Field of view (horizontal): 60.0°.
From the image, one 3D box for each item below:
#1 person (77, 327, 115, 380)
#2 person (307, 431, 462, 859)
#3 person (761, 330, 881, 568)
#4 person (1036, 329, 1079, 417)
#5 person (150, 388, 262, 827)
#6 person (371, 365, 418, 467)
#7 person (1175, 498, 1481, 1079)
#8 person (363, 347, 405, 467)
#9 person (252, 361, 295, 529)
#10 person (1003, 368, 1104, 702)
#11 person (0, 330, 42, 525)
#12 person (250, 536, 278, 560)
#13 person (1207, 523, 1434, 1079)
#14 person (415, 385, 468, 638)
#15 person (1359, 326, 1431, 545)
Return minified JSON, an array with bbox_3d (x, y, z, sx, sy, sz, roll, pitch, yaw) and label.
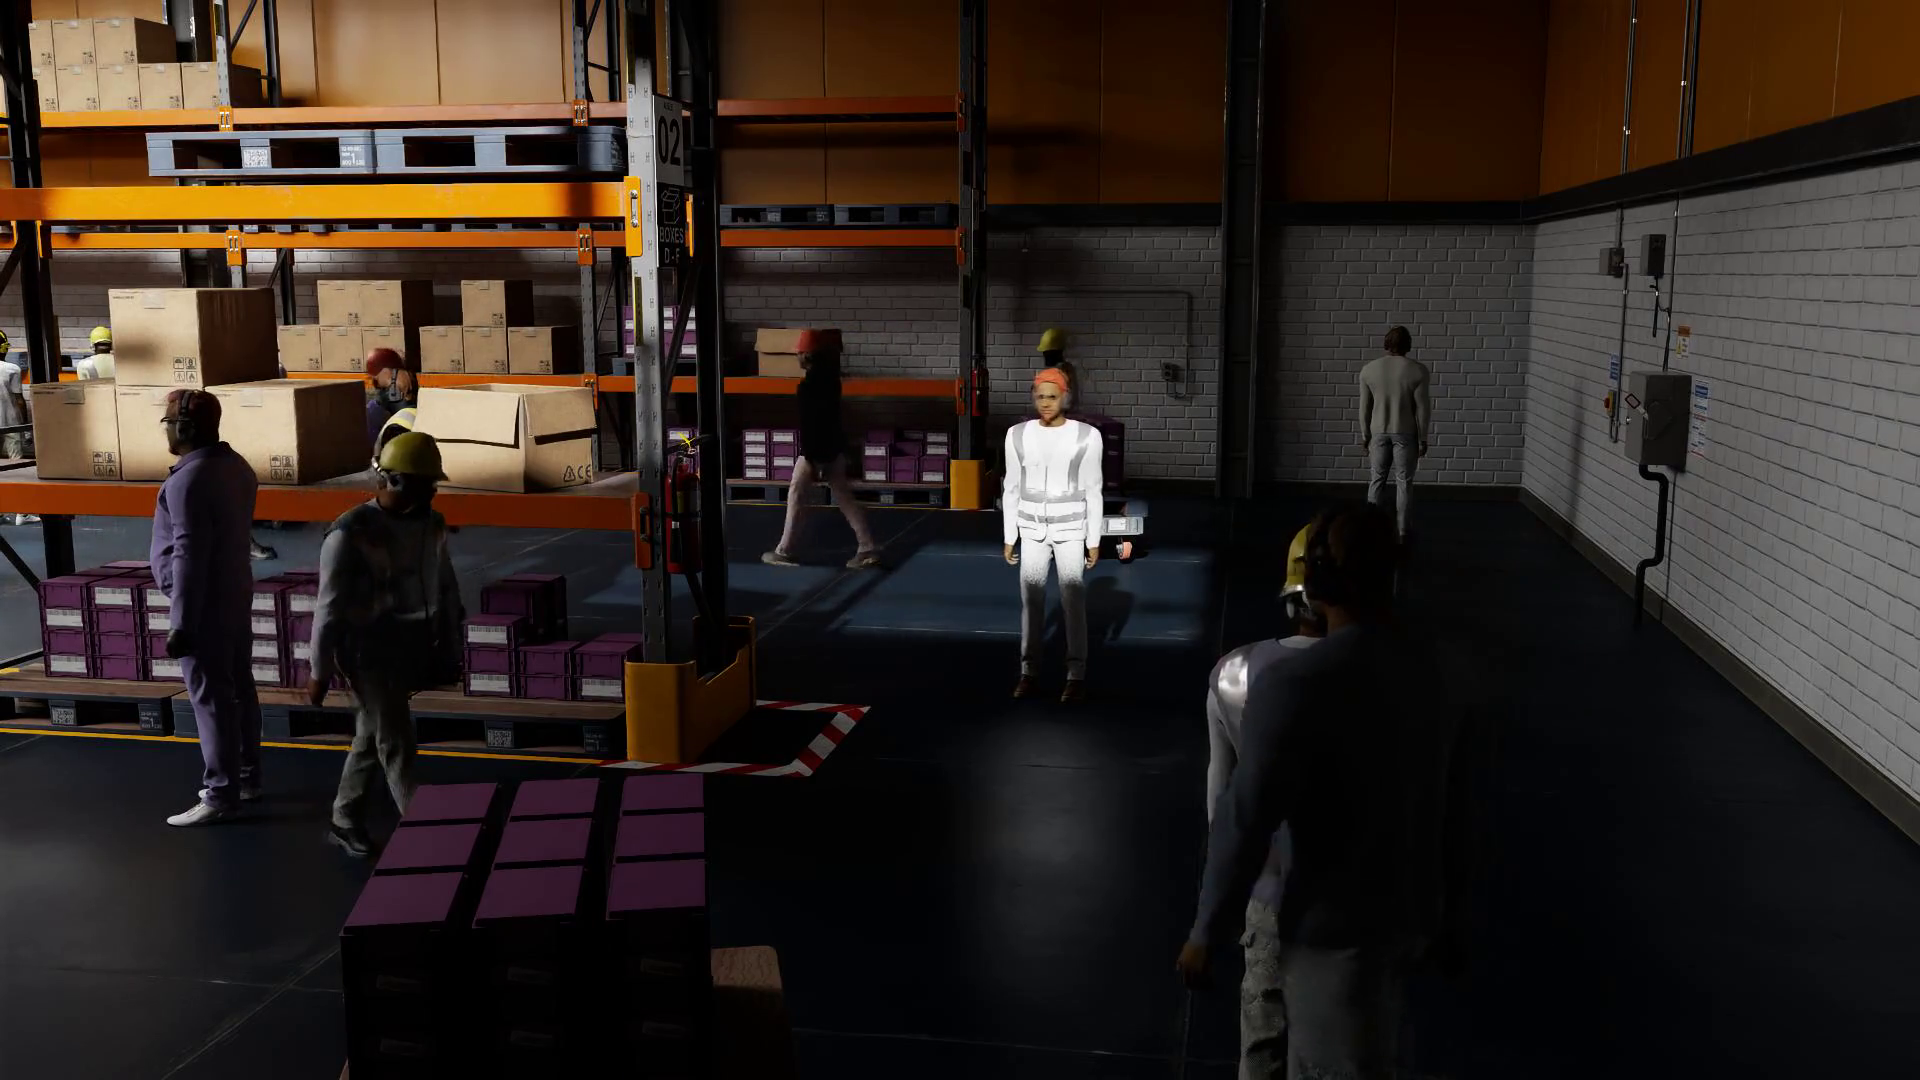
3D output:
[{"bbox_3d":[-9.061,-1.345,17.672,0.404,1.830,0.603,8,12,41],"label":"person"},{"bbox_3d":[-2.269,0.454,6.658,0.930,1.773,0.618,4,10,21],"label":"person"},{"bbox_3d":[-1.110,-0.726,13.501,1.030,1.954,0.602,5,10,29],"label":"person"},{"bbox_3d":[0.845,-1.029,15.568,0.916,1.875,0.579,2,9,9],"label":"person"},{"bbox_3d":[-3.311,0.291,7.293,0.410,1.909,0.643,-1,9,-3],"label":"person"},{"bbox_3d":[-3.397,-0.146,10.209,0.430,1.844,0.624,-1,9,-7],"label":"person"},{"bbox_3d":[0.789,0.851,3.794,0.647,1.901,0.877,-8,12,-40],"label":"person"},{"bbox_3d":[-3.801,-0.358,11.336,0.459,1.899,0.574,6,11,33],"label":"person"},{"bbox_3d":[-6.509,-1.070,15.635,0.361,1.940,0.543,-8,12,-42],"label":"person"},{"bbox_3d":[0.519,-0.026,9.359,0.580,1.878,0.344,3,10,18],"label":"person"},{"bbox_3d":[-9.092,-1.065,15.821,0.513,1.872,0.328,0,9,-1],"label":"person"},{"bbox_3d":[-5.954,-0.798,13.956,0.368,1.935,0.552,-4,10,-24],"label":"person"},{"bbox_3d":[0.899,0.843,4.088,0.590,1.837,0.404,6,11,32],"label":"person"},{"bbox_3d":[-3.508,-0.147,10.680,0.875,1.695,0.472,-4,10,-22],"label":"person"},{"bbox_3d":[3.836,-0.918,14.695,0.630,1.940,0.372,5,10,28],"label":"person"}]
